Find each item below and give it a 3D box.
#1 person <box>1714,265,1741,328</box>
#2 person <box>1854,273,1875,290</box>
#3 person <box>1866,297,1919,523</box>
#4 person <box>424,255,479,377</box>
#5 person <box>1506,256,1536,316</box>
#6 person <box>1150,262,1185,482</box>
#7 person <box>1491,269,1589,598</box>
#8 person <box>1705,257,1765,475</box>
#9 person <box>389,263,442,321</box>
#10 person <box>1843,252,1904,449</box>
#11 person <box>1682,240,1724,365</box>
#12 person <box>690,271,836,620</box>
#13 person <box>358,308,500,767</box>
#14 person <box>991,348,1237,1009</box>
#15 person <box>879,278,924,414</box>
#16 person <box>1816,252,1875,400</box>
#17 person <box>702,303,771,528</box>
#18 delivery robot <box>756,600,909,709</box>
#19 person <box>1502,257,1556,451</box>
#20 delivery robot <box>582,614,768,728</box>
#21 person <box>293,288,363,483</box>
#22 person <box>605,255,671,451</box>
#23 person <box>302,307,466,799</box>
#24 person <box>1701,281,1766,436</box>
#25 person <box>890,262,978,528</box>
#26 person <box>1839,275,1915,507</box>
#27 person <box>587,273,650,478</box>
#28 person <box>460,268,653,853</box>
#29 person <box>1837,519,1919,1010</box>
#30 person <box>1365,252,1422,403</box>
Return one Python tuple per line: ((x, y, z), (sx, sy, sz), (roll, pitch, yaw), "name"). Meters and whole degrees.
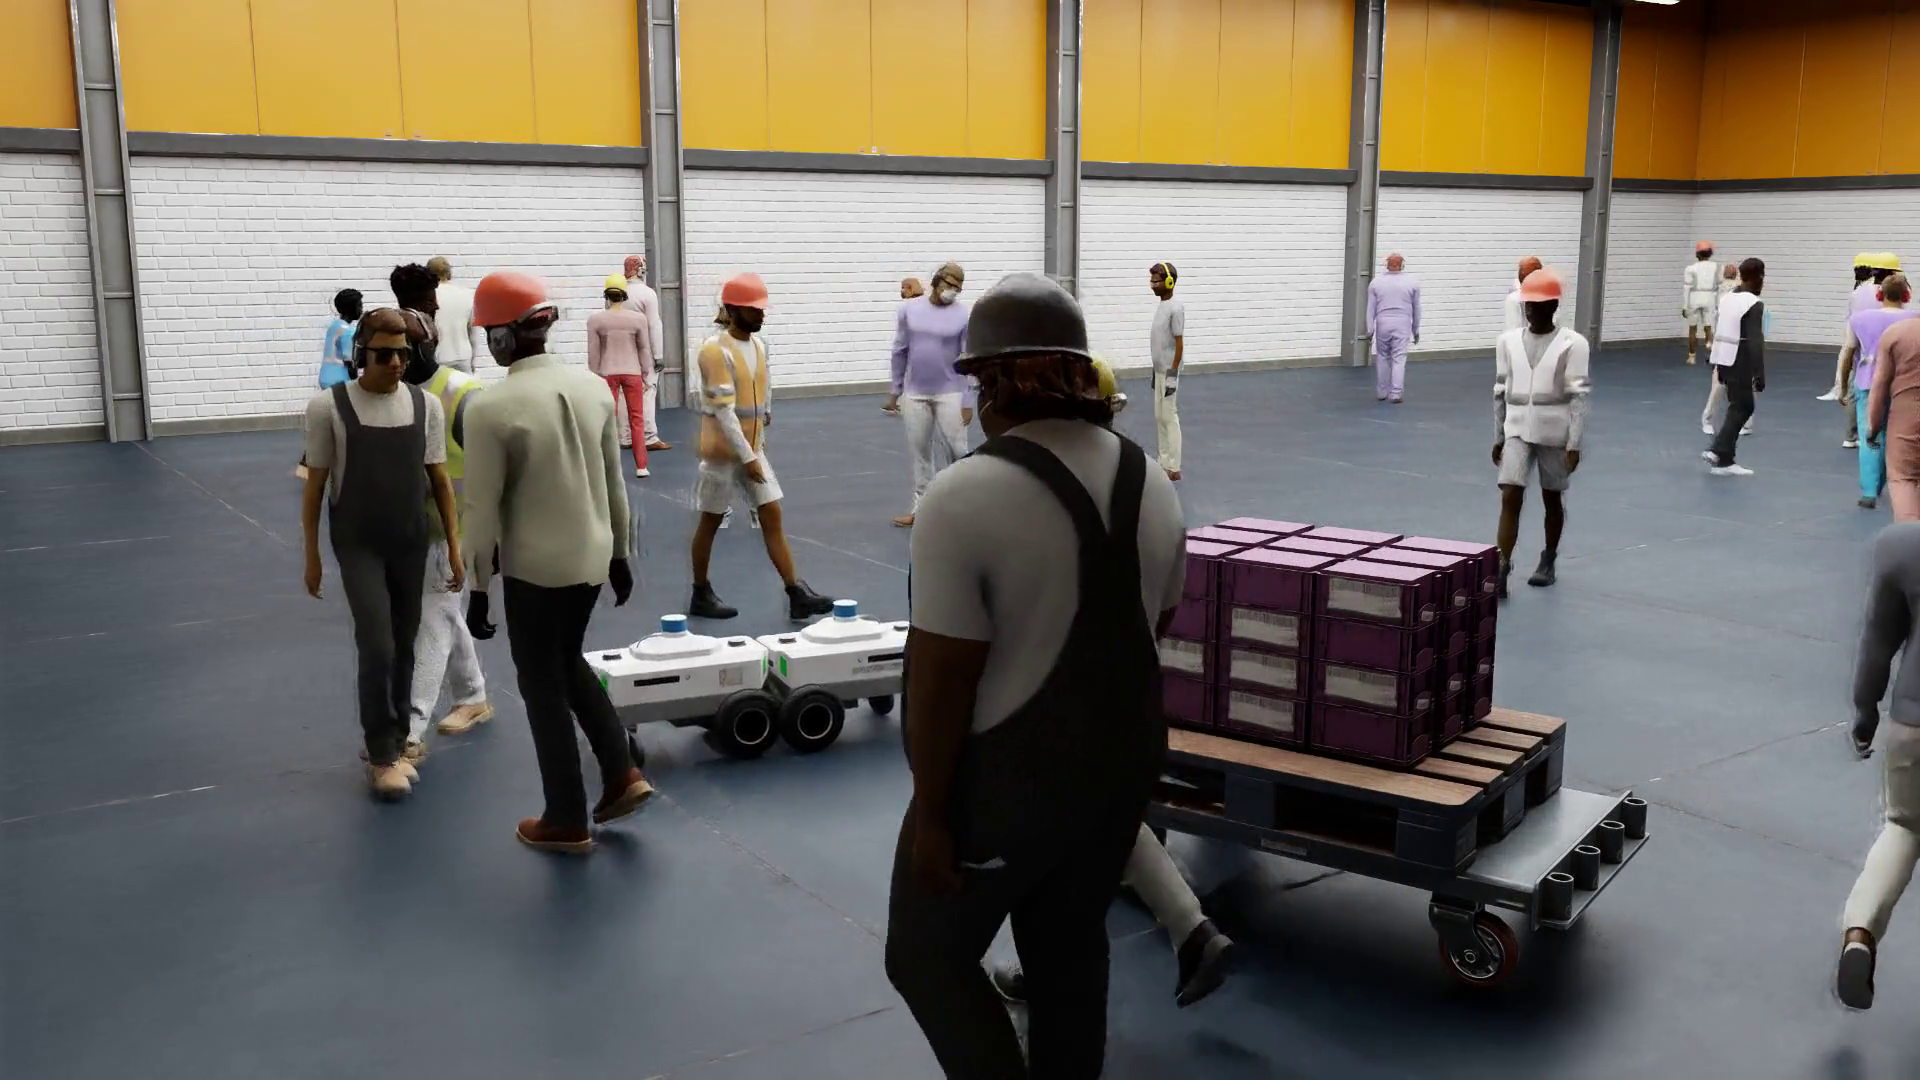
((12.693, -3.731, 27.494), (0.522, 1.622, 0.634), (3, 11, 14), "person")
((12.553, -2.980, 22.773), (0.651, 1.840, 0.429), (-1, 10, -4), "person")
((6.028, -0.736, 10.364), (0.649, 1.873, 0.897), (4, 11, 19), "person")
((-4.628, -1.584, 14.948), (0.648, 1.930, 0.624), (-7, 12, -34), "person")
((7.796, -2.967, 22.757), (0.633, 1.816, 0.796), (3, 11, 14), "person")
((1.728, -1.413, 14.107), (0.328, 1.865, 0.517), (-2, 11, -11), "person")
((3.326, -0.611, 9.639), (0.565, 1.882, 0.975), (7, 13, 35), "person")
((6.807, -1.503, 14.510), (0.456, 1.894, 0.633), (0, 10, 2), "person")
((-2.985, -0.519, 9.019), (0.434, 1.943, 0.623), (-4, 11, -19), "person")
((8.908, -1.830, 16.223), (0.384, 1.924, 0.589), (-5, 11, -24), "person")
((11.963, -3.809, 26.789), (0.631, 2.024, 0.774), (2, 11, 10), "person")
((-1.111, -0.474, 8.875), (0.947, 1.885, 0.542), (6, 12, 31), "person")
((-2.183, -0.021, 6.674), (0.639, 1.795, 0.907), (5, 12, 27), "person")
((0.369, 0.400, 4.293), (0.610, 1.817, 0.594), (10, 14, 44), "person")
((-0.629, -2.226, 19.263), (0.788, 1.596, 0.520), (3, 11, 15), "person")
((11.435, -2.674, 20.945), (0.921, 1.896, 0.596), (3, 11, 17), "person")
((-1.588, -0.950, 11.894), (0.493, 1.743, 0.301), (0, 10, 1), "person")
((-0.477, 0.495, 6.975), (0.707, 0.478, 0.477), (-5, 11, -25), "delivery robot")
((5.386, -1.729, 15.790), (0.583, 1.879, 0.337), (-4, 11, -23), "person")
((-1.147, 0.545, 6.705), (0.707, 0.478, 0.477), (-5, 11, -25), "delivery robot")
((-5.236, -1.288, 14.003), (0.896, 1.642, 0.567), (-6, 12, -29), "person")
((-3.130, -1.816, 16.205), (0.641, 1.905, 0.410), (6, 12, 30), "person")
((-2.101, 0.056, 6.159), (0.536, 1.819, 0.626), (-9, 14, -41), "person")
((8.127, -1.899, 17.433), (0.523, 1.624, 0.372), (9, 14, 40), "person")
((-0.150, -1.012, 11.825), (0.718, 1.902, 0.369), (4, 11, 22), "person")
((7.229, -1.178, 13.054), (0.569, 1.783, 1.018), (4, 11, 20), "person")
((-2.931, -1.402, 14.310), (0.524, 1.769, 0.326), (-2, 11, -12), "person")
((-1.403, 0.081, 5.601), (0.453, 1.971, 0.634), (6, 12, 31), "person")
((2.574, 0.497, 4.325), (0.559, 1.613, 0.498), (-9, 14, -41), "person")
((5.469, -2.670, 20.972), (0.658, 1.904, 0.527), (4, 11, 21), "person")
